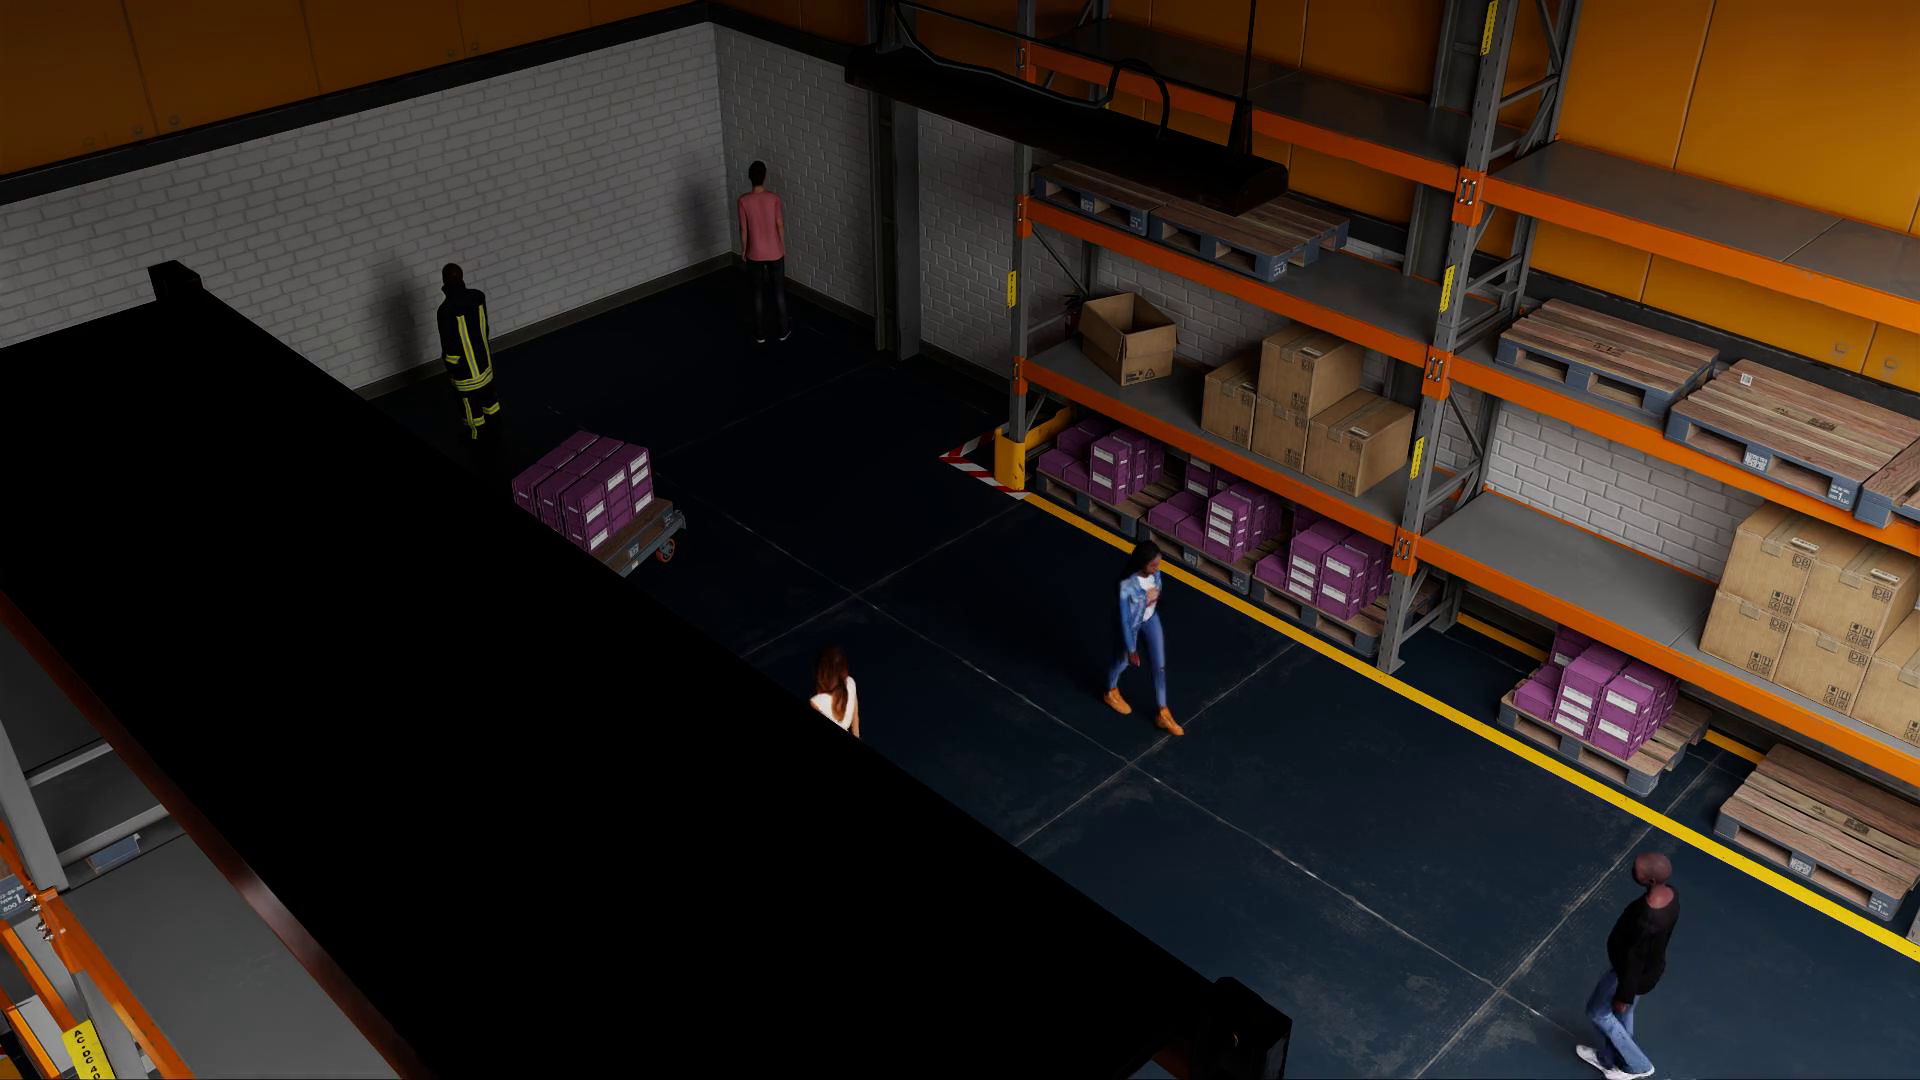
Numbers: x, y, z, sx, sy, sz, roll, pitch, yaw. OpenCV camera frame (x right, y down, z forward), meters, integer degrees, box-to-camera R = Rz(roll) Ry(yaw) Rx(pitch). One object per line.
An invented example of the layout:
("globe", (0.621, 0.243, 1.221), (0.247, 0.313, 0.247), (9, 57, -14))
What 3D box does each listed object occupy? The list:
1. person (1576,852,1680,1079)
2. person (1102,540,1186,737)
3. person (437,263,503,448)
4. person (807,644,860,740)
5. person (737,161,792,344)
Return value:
("person", (3.859, 2.461, 9.329), (0.686, 1.734, 0.641), (26, 41, 33))
("person", (1.204, 0.633, 12.131), (0.996, 1.677, 0.696), (28, 43, 36))
("person", (-4.618, -1.761, 15.600), (0.791, 1.822, 0.830), (16, 37, 22))
("person", (-0.768, 1.475, 10.791), (1.104, 1.758, 0.711), (21, 39, 29))
("person", (-2.042, -2.995, 17.334), (0.715, 1.958, 0.744), (-5, 34, -7))
